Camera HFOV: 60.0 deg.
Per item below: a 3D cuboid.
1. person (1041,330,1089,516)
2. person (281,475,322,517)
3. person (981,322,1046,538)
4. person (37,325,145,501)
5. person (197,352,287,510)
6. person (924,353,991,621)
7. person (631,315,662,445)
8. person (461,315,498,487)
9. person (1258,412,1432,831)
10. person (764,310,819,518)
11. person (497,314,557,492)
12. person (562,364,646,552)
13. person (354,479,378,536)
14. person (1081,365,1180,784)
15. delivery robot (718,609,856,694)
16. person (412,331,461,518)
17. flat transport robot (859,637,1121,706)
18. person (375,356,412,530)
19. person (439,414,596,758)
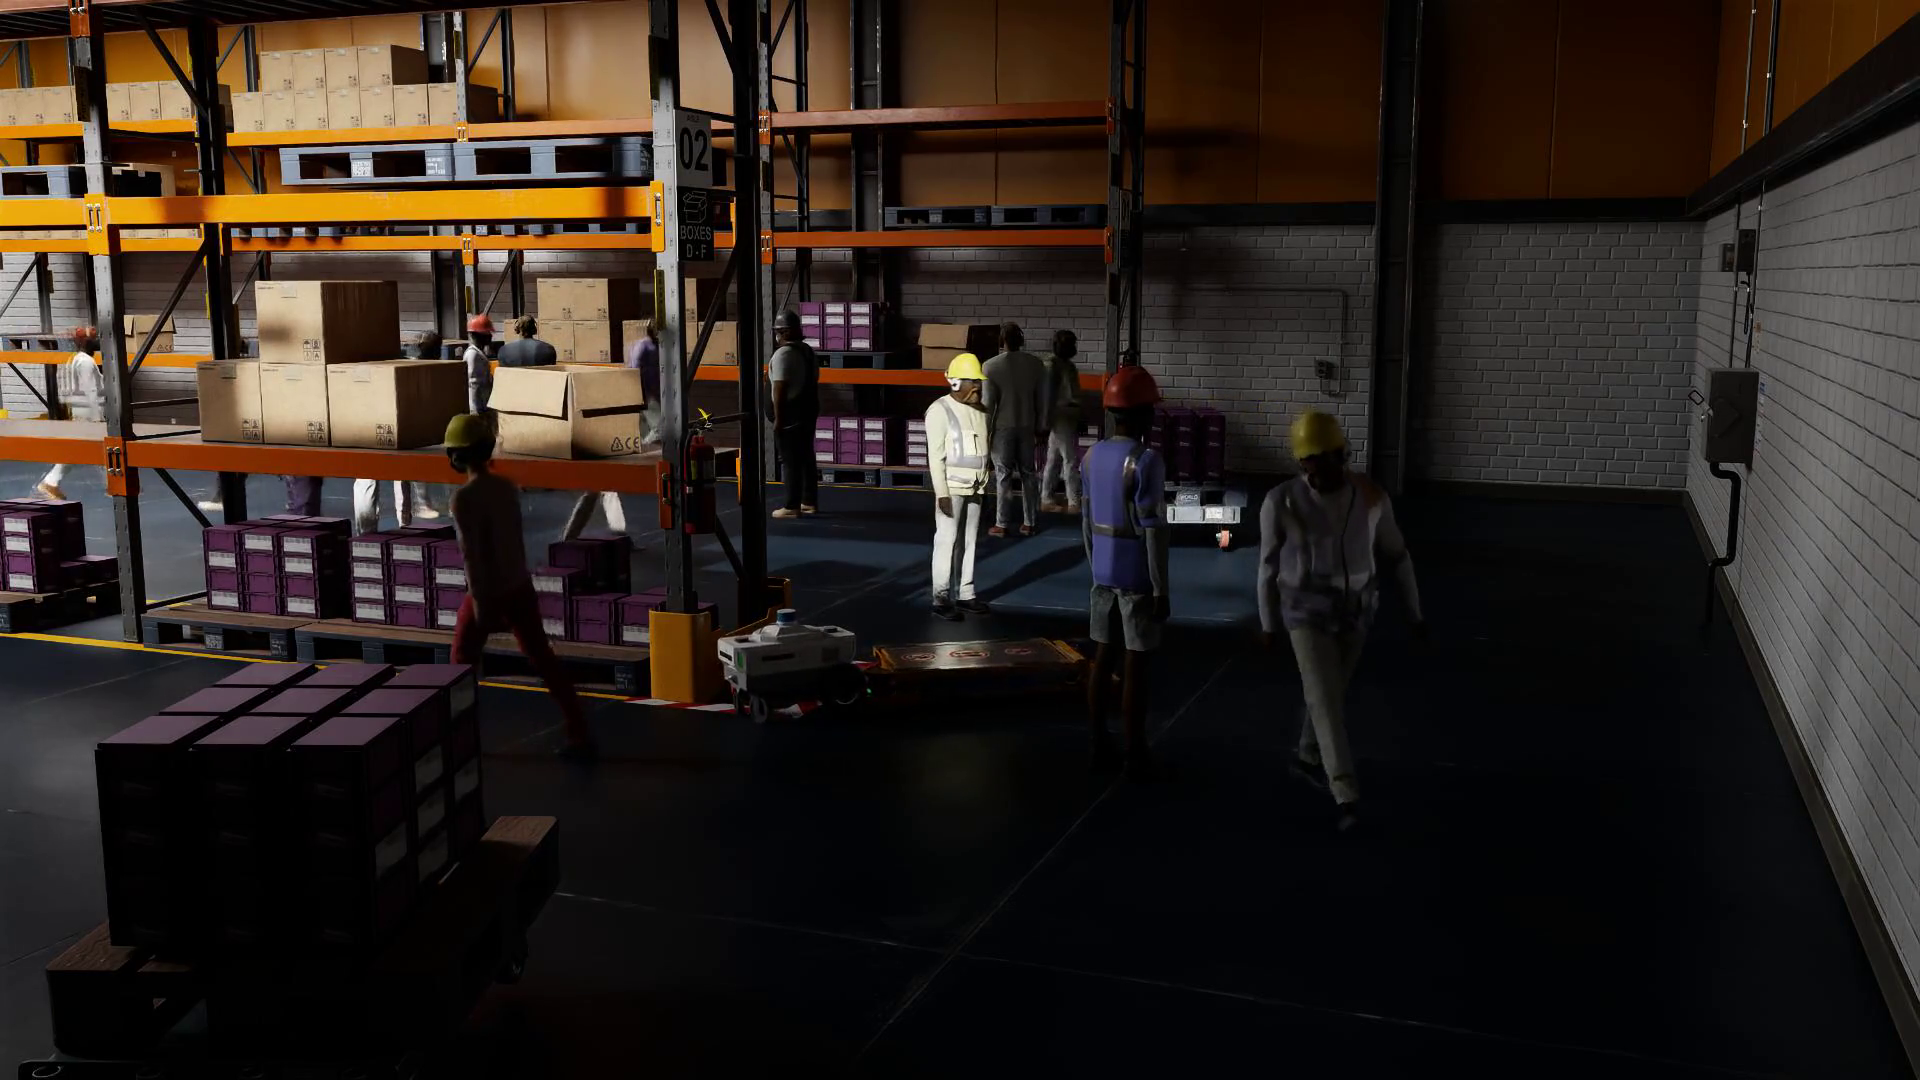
[{"bbox_3d":[1.113,-1.147,16.379,0.762,1.818,0.630,3,10,20],"label":"person"},{"bbox_3d":[-4.984,-0.596,12.667,0.396,1.901,0.660,-6,11,-32],"label":"person"},{"bbox_3d":[0.470,-0.986,14.981,0.627,1.936,0.373,-3,10,-20],"label":"person"},{"bbox_3d":[-9.181,-1.323,17.409,0.967,1.846,0.584,-5,10,-27],"label":"person"},{"bbox_3d":[-7.103,-1.169,16.651,1.058,1.790,0.528,1,9,4],"label":"person"},{"bbox_3d":[0.010,-0.366,11.440,0.403,1.829,0.594,8,12,39],"label":"person"},{"bbox_3d":[-3.422,-1.569,18.713,0.440,1.921,0.644,3,9,17],"label":"person"},{"bbox_3d":[-5.182,-1.442,17.890,0.501,1.931,0.598,-1,9,-7],"label":"person"},{"bbox_3d":[1.655,0.325,7.272,0.668,1.770,0.939,-2,9,-11],"label":"person"},{"bbox_3d":[-1.659,-1.243,16.261,0.538,2.000,0.688,4,10,25],"label":"person"},{"bbox_3d":[-4.680,-1.481,18.079,0.631,1.940,0.372,-3,9,-17],"label":"person"},{"bbox_3d":[-3.074,-0.686,14.106,0.702,1.613,0.533,-3,9,-17],"label":"person"},{"bbox_3d":[-5.076,-0.850,14.281,0.361,1.886,0.574,-4,10,-24],"label":"person"},{"bbox_3d":[0.796,0.162,7.754,0.359,1.941,0.546,-6,11,-34],"label":"person"},{"bbox_3d":[-0.933,0.615,8.955,0.707,0.478,0.477,-5,10,-28],"label":"delivery robot"},{"bbox_3d":[-5.019,-1.086,15.979,0.769,1.812,0.651,7,12,39],"label":"person"},{"bbox_3d":[0.130,0.733,9.394,1.431,0.197,0.652,-2,9,-12],"label":"flat transport robot"},{"bbox_3d":[-5.125,-0.993,14.831,0.612,1.997,0.375,-4,10,-25],"label":"person"},{"bbox_3d":[-2.225,0.237,8.069,0.983,1.694,0.534,3,10,20],"label":"person"}]
